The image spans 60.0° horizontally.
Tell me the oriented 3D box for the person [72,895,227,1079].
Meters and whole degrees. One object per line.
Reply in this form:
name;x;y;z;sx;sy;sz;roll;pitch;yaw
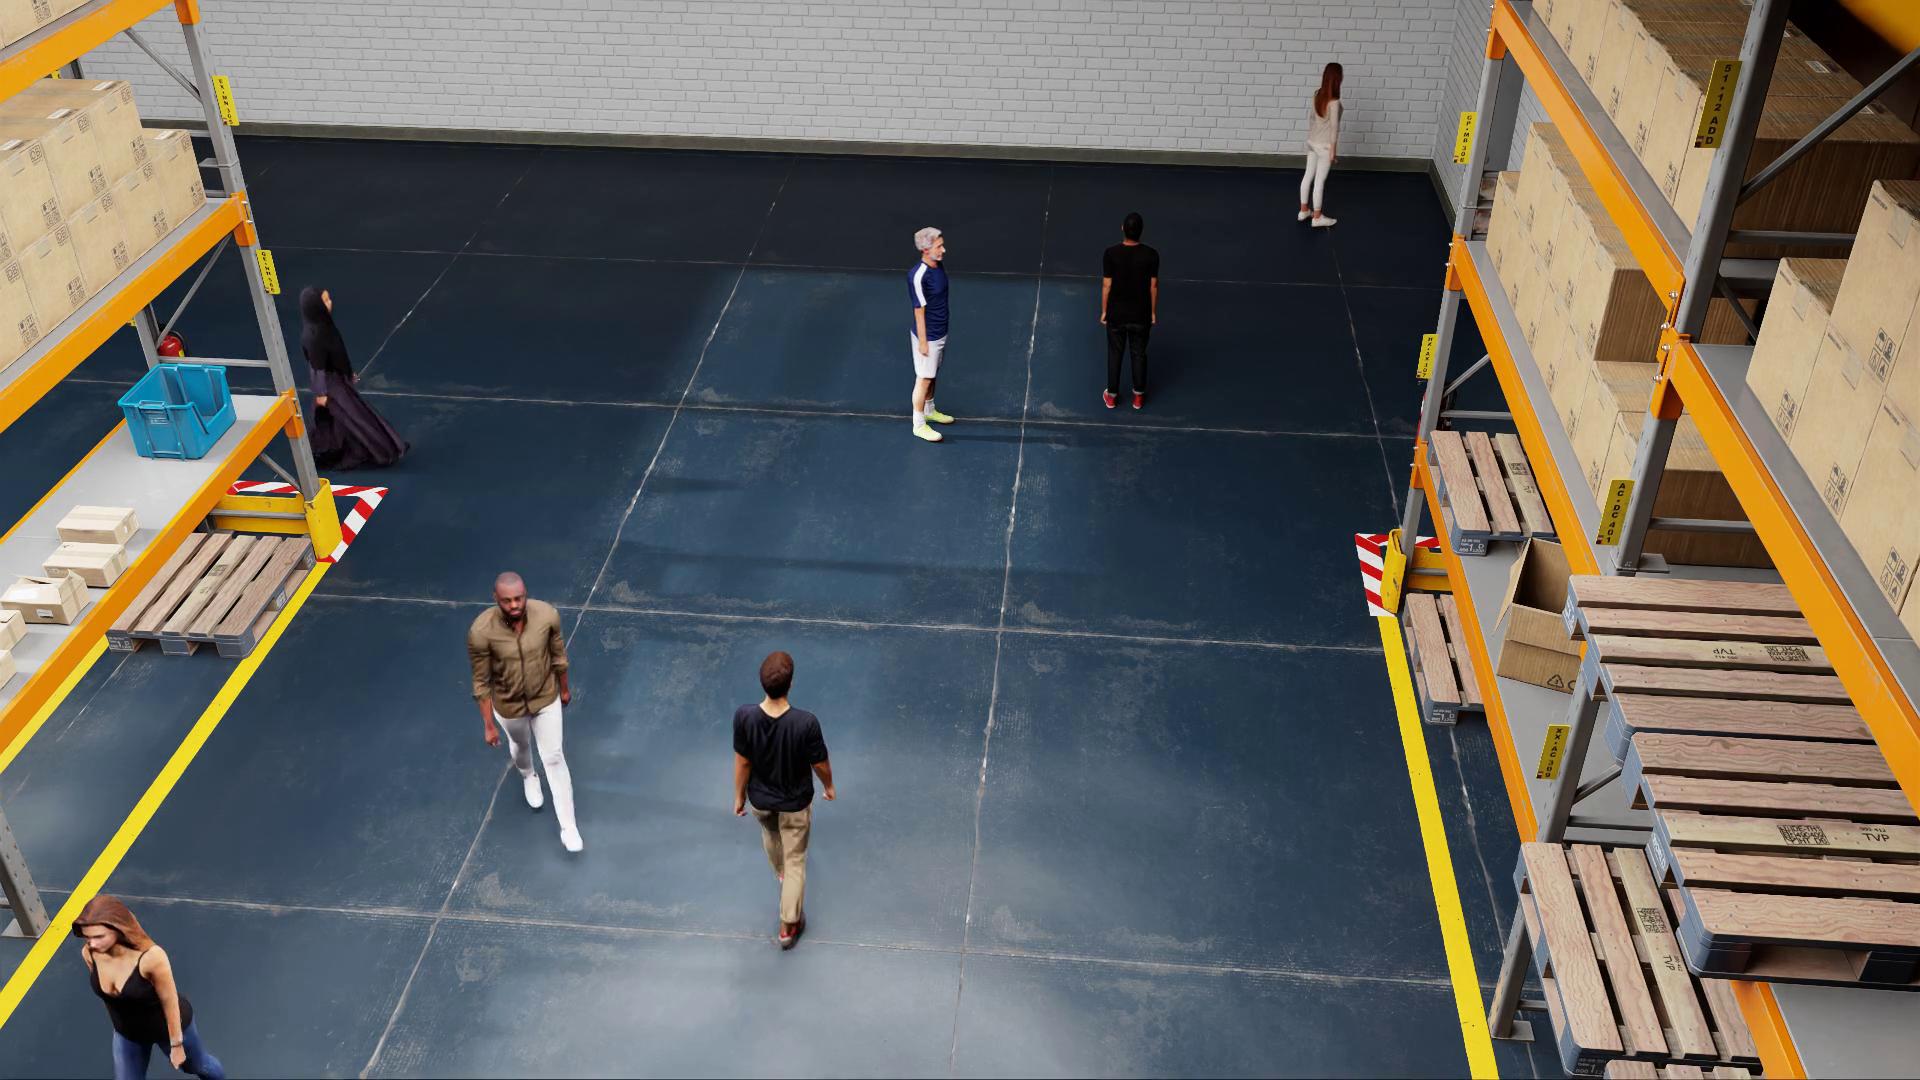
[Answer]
person;-3.751;2.224;7.831;0.614;1.691;0.922;5;34;8

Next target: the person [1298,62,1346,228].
person;3.769;-4.128;17.371;0.740;1.709;0.638;-13;36;-19

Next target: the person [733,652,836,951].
person;-0.977;1.444;8.879;0.706;1.830;0.948;5;34;8

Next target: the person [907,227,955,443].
person;-0.247;-1.717;13.629;0.744;1.838;0.563;10;35;15

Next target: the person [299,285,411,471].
person;-5.047;-1.253;13.144;0.842;1.600;1.119;-4;34;-7

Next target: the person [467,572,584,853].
person;-2.563;0.900;9.739;1.075;1.784;1.277;-13;36;-18

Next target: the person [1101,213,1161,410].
person;1.424;-1.924;14.012;0.617;1.758;0.560;2;34;3
